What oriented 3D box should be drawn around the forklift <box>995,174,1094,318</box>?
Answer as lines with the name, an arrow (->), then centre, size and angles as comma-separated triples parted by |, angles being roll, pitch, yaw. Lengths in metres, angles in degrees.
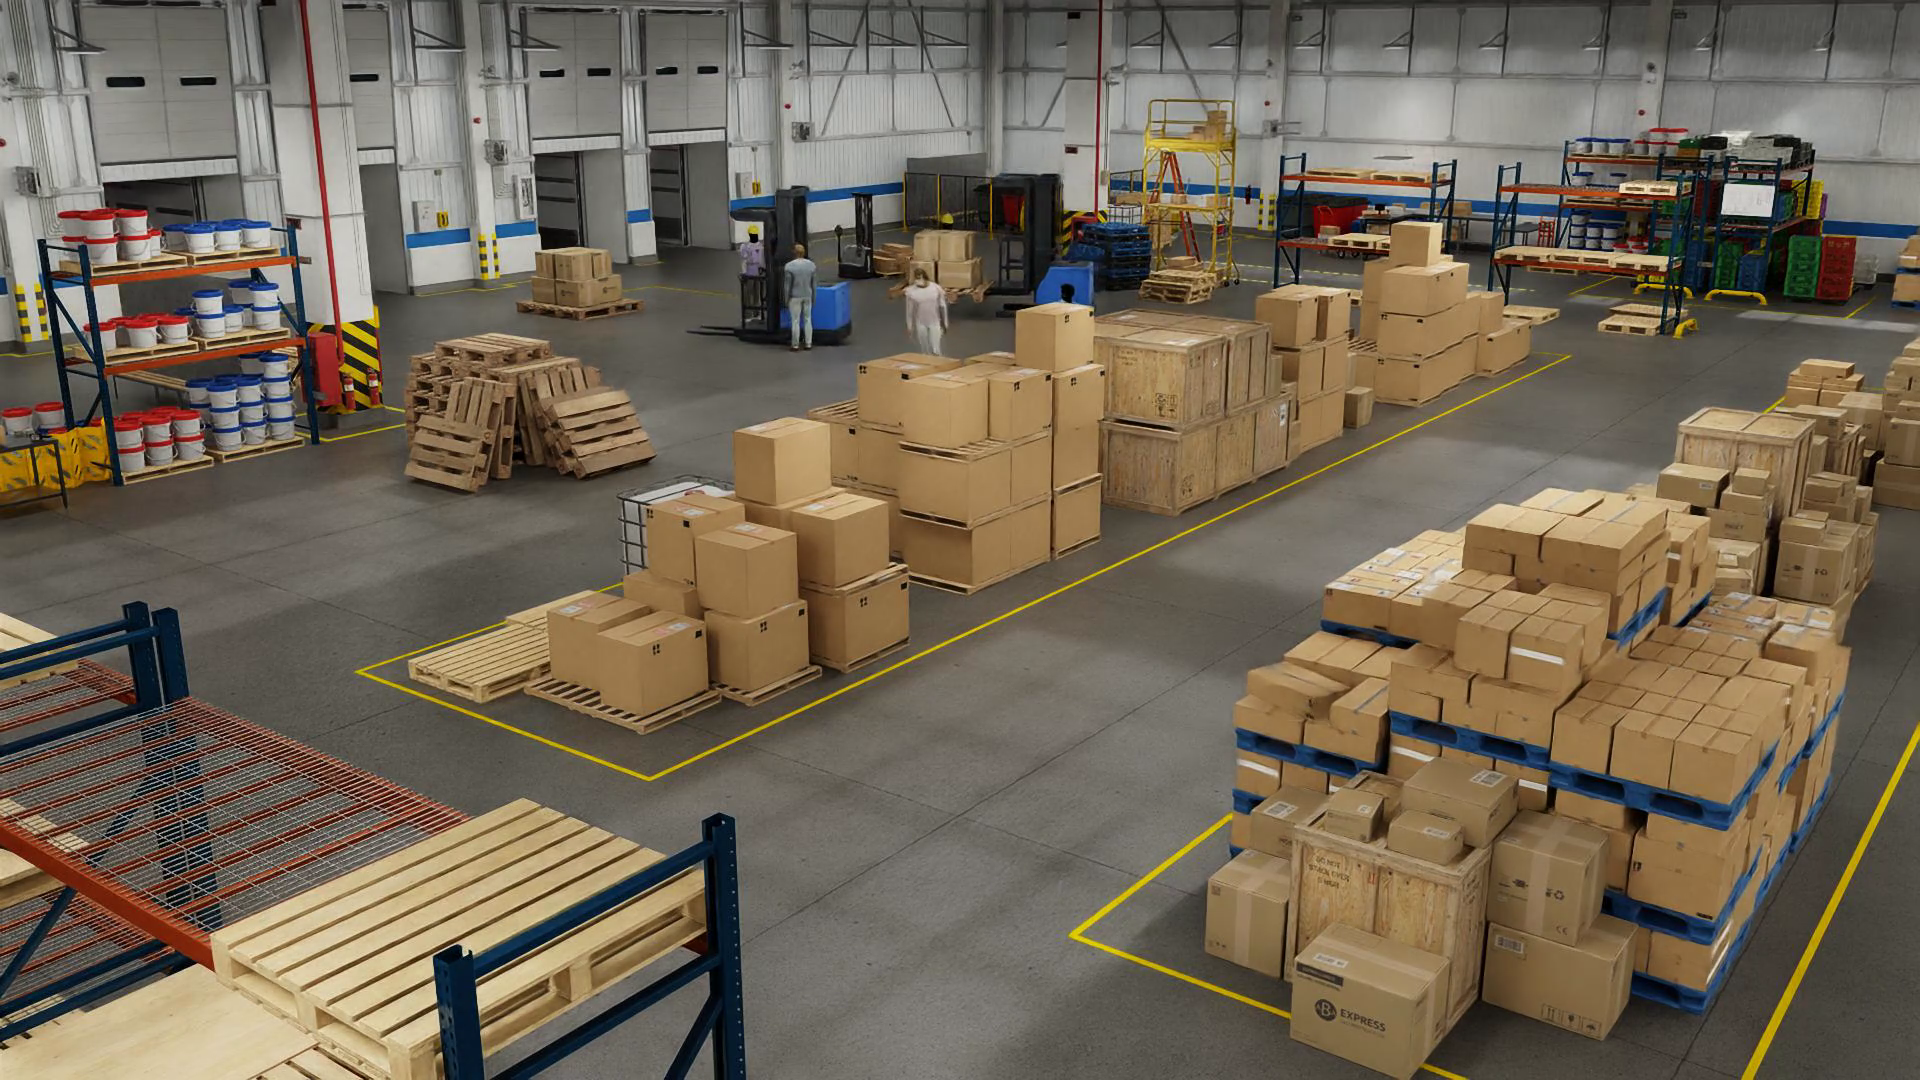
forklift -> 1.720, -5.872, 33.217 | 1.873, 2.768, 1.129 | 3, 17, 10

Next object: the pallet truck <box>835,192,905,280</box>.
pallet truck -> -1.936, -7.159, 38.982 | 1.885, 1.965, 0.823 | -12, 21, -34

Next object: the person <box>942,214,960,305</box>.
person -> -0.312, -5.969, 35.240 | 0.591, 1.892, 0.931 | -16, 23, -42

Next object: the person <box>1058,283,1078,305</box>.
person -> 1.757, -3.303, 26.738 | 0.448, 1.685, 0.547 | -12, 20, -34

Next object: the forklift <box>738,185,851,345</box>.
forklift -> -3.048, -5.083, 30.605 | 1.873, 2.768, 1.129 | 4, 17, 14

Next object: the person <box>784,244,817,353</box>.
person -> -2.840, -4.309, 29.676 | 0.636, 1.928, 0.387 | -9, 19, -28

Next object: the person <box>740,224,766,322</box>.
person -> -4.061, -5.252, 32.788 | 0.369, 1.928, 0.585 | 12, 20, 34

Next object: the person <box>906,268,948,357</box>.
person -> -0.541, -3.474, 26.964 | 0.654, 1.888, 0.608 | 1, 17, 4
